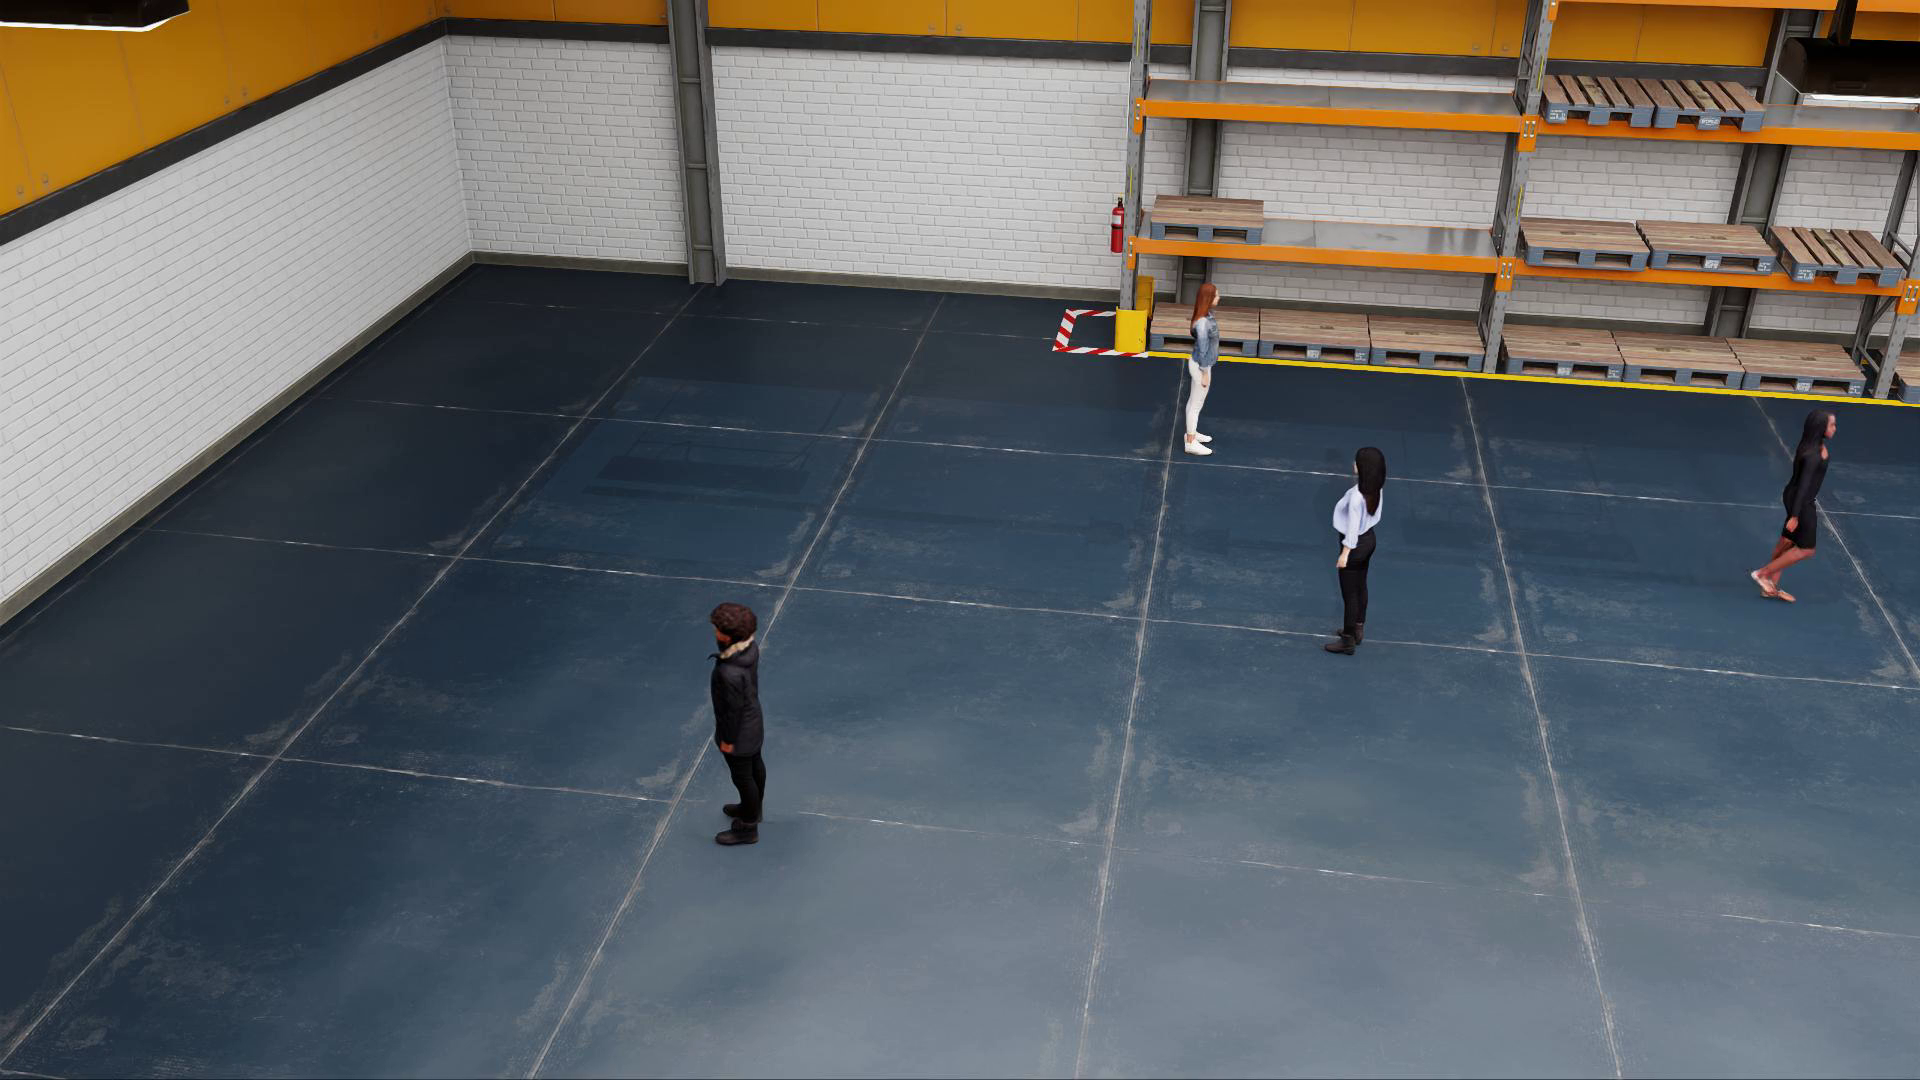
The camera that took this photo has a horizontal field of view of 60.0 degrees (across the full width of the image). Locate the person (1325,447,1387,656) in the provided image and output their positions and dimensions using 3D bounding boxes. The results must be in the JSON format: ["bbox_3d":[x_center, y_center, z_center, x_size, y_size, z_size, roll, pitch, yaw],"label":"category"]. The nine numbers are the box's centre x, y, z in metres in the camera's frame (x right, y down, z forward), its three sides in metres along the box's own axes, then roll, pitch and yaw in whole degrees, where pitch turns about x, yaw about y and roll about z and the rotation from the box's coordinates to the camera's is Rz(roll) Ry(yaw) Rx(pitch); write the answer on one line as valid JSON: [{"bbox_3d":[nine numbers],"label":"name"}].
[{"bbox_3d":[3.071,0.077,12.854,0.702,1.744,0.727,18,33,29],"label":"person"}]

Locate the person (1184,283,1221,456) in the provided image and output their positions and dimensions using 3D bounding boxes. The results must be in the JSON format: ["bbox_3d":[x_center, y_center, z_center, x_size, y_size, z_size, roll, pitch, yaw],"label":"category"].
[{"bbox_3d":[2.321,-1.676,16.110,0.520,1.702,0.621,3,29,6],"label":"person"}]

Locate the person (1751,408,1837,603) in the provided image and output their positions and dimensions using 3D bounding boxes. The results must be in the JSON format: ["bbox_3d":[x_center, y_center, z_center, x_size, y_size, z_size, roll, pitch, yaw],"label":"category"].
[{"bbox_3d":[6.745,-0.279,13.538,0.743,1.713,0.718,14,32,25],"label":"person"}]

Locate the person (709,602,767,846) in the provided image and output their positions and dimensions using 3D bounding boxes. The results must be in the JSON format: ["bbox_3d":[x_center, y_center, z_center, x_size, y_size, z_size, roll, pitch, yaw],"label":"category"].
[{"bbox_3d":[-1.420,1.177,10.798,0.597,1.781,0.621,3,29,6],"label":"person"}]
